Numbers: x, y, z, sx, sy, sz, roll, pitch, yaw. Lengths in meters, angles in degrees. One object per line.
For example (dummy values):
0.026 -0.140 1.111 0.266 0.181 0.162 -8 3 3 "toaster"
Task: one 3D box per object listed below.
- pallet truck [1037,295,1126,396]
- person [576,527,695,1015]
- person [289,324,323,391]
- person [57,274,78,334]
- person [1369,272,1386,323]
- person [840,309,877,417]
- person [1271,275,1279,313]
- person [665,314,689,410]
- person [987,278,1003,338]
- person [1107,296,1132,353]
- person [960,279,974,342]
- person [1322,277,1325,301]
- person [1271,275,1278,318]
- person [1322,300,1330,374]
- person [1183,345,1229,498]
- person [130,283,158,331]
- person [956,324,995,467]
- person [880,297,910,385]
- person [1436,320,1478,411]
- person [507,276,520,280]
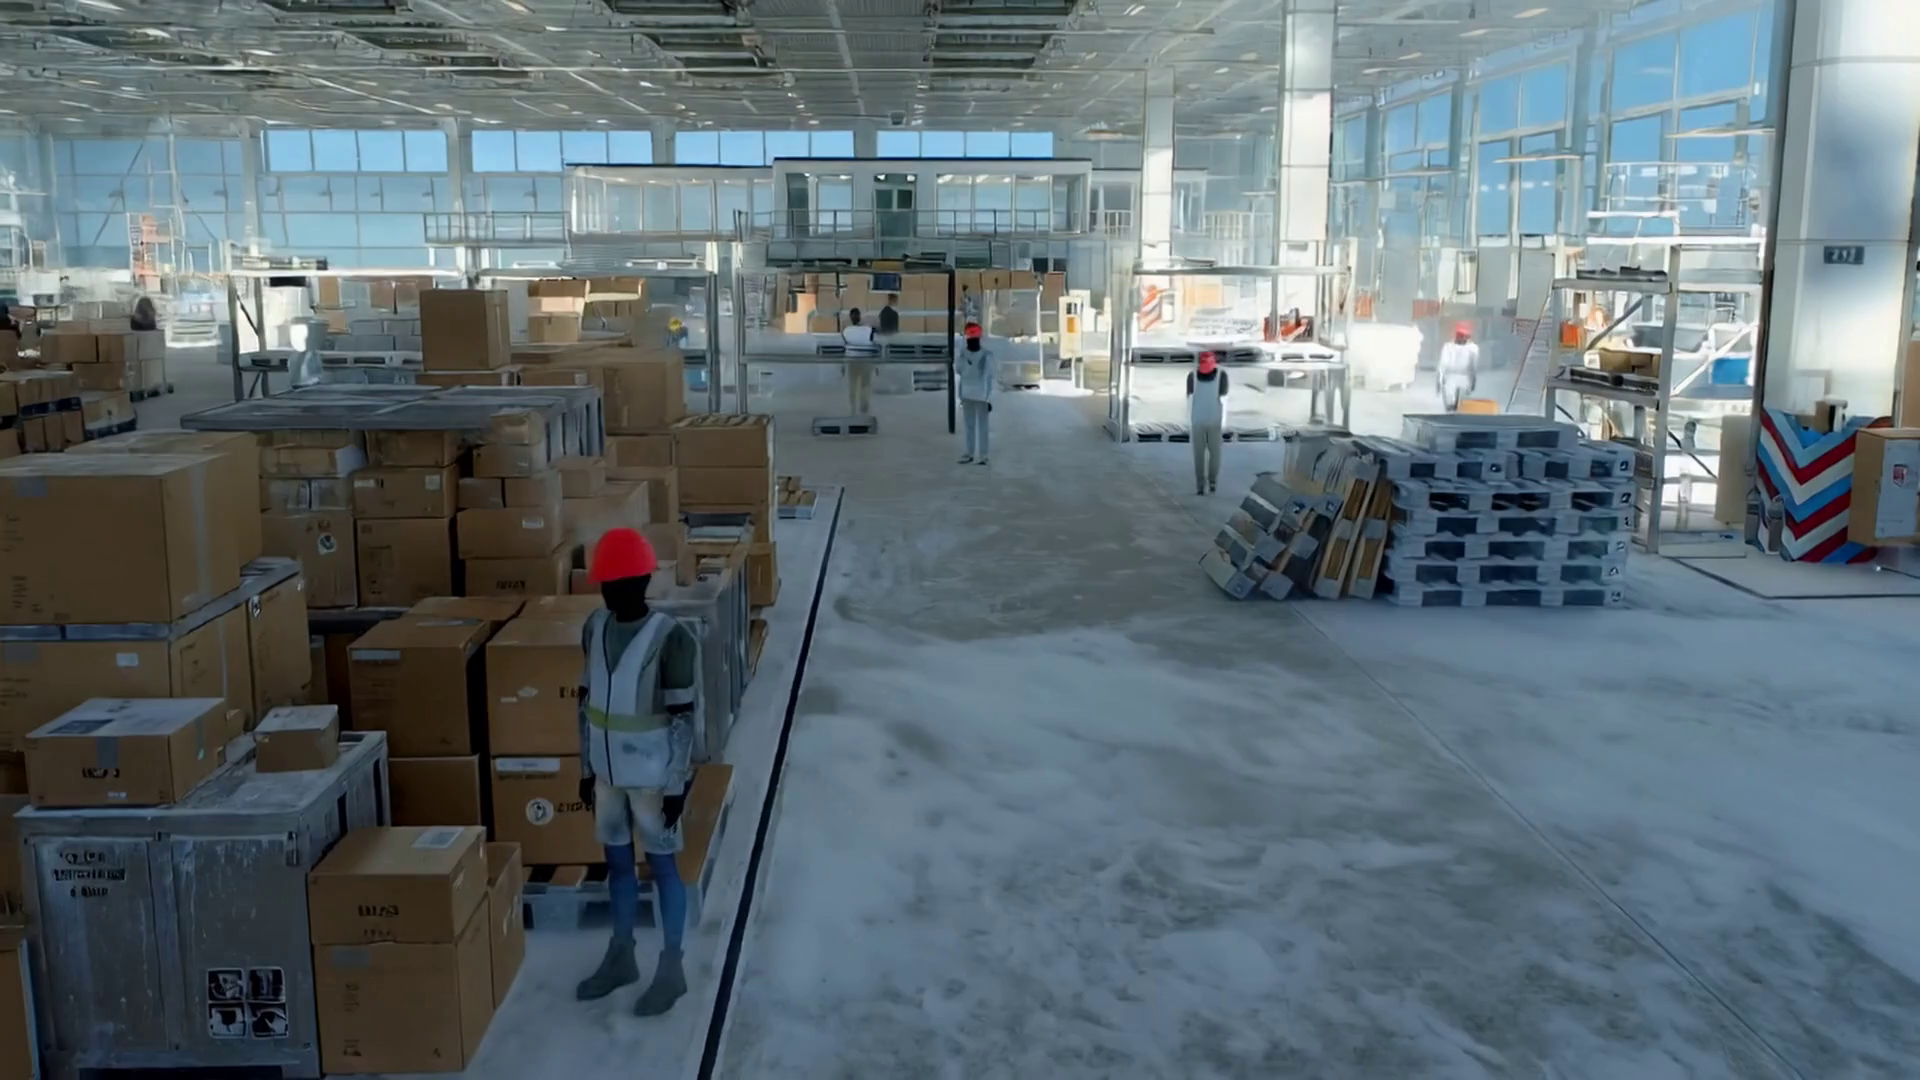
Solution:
2.483 -3.881 33.060 1.885 1.965 0.823 -7 13 -36 "pallet truck"
-1.297 0.903 6.570 0.545 1.940 0.352 6 12 29 "person"
-8.644 -1.873 21.958 0.600 1.967 0.368 7 13 35 "person"
-28.068 -7.315 52.136 0.624 2.004 0.965 8 13 37 "person"
14.992 -8.634 59.715 0.605 1.935 0.416 7 12 35 "person"
-1.727 -2.986 28.373 0.645 1.889 0.828 0 10 0 "person"
12.831 -9.877 67.086 0.621 1.797 0.948 6 12 29 "person"
-5.126 -3.215 30.062 0.492 1.742 0.321 5 11 26 "person"
1.095 -7.274 52.248 0.528 1.905 0.633 4 11 19 "person"
3.977 -5.255 41.285 0.658 1.790 0.957 -1 10 -3 "person"
0.207 -6.928 50.262 0.382 1.917 0.585 5 11 27 "person"
14.708 -10.149 68.111 0.606 1.942 1.008 -1 10 -6 "person"
11.430 -8.762 60.424 0.373 1.933 0.551 3 11 17 "person"
8.355 -4.659 38.230 0.540 1.695 0.317 0 10 -3 "person"
2.906 -1.393 19.677 0.542 1.822 0.462 2 10 12 "person"
-19.970 -5.279 40.728 0.699 2.000 0.605 7 12 33 "person"
0.194 -1.950 22.503 0.593 1.923 0.373 8 13 39 "person"
-1.554 -4.170 35.021 1.014 1.898 0.645 -7 12 -33 "person"
7.337 -2.306 24.598 0.552 1.905 0.807 1 10 7 "person"
-17.977 -9.905 66.929 0.572 1.887 0.354 2 10 12 "person"
